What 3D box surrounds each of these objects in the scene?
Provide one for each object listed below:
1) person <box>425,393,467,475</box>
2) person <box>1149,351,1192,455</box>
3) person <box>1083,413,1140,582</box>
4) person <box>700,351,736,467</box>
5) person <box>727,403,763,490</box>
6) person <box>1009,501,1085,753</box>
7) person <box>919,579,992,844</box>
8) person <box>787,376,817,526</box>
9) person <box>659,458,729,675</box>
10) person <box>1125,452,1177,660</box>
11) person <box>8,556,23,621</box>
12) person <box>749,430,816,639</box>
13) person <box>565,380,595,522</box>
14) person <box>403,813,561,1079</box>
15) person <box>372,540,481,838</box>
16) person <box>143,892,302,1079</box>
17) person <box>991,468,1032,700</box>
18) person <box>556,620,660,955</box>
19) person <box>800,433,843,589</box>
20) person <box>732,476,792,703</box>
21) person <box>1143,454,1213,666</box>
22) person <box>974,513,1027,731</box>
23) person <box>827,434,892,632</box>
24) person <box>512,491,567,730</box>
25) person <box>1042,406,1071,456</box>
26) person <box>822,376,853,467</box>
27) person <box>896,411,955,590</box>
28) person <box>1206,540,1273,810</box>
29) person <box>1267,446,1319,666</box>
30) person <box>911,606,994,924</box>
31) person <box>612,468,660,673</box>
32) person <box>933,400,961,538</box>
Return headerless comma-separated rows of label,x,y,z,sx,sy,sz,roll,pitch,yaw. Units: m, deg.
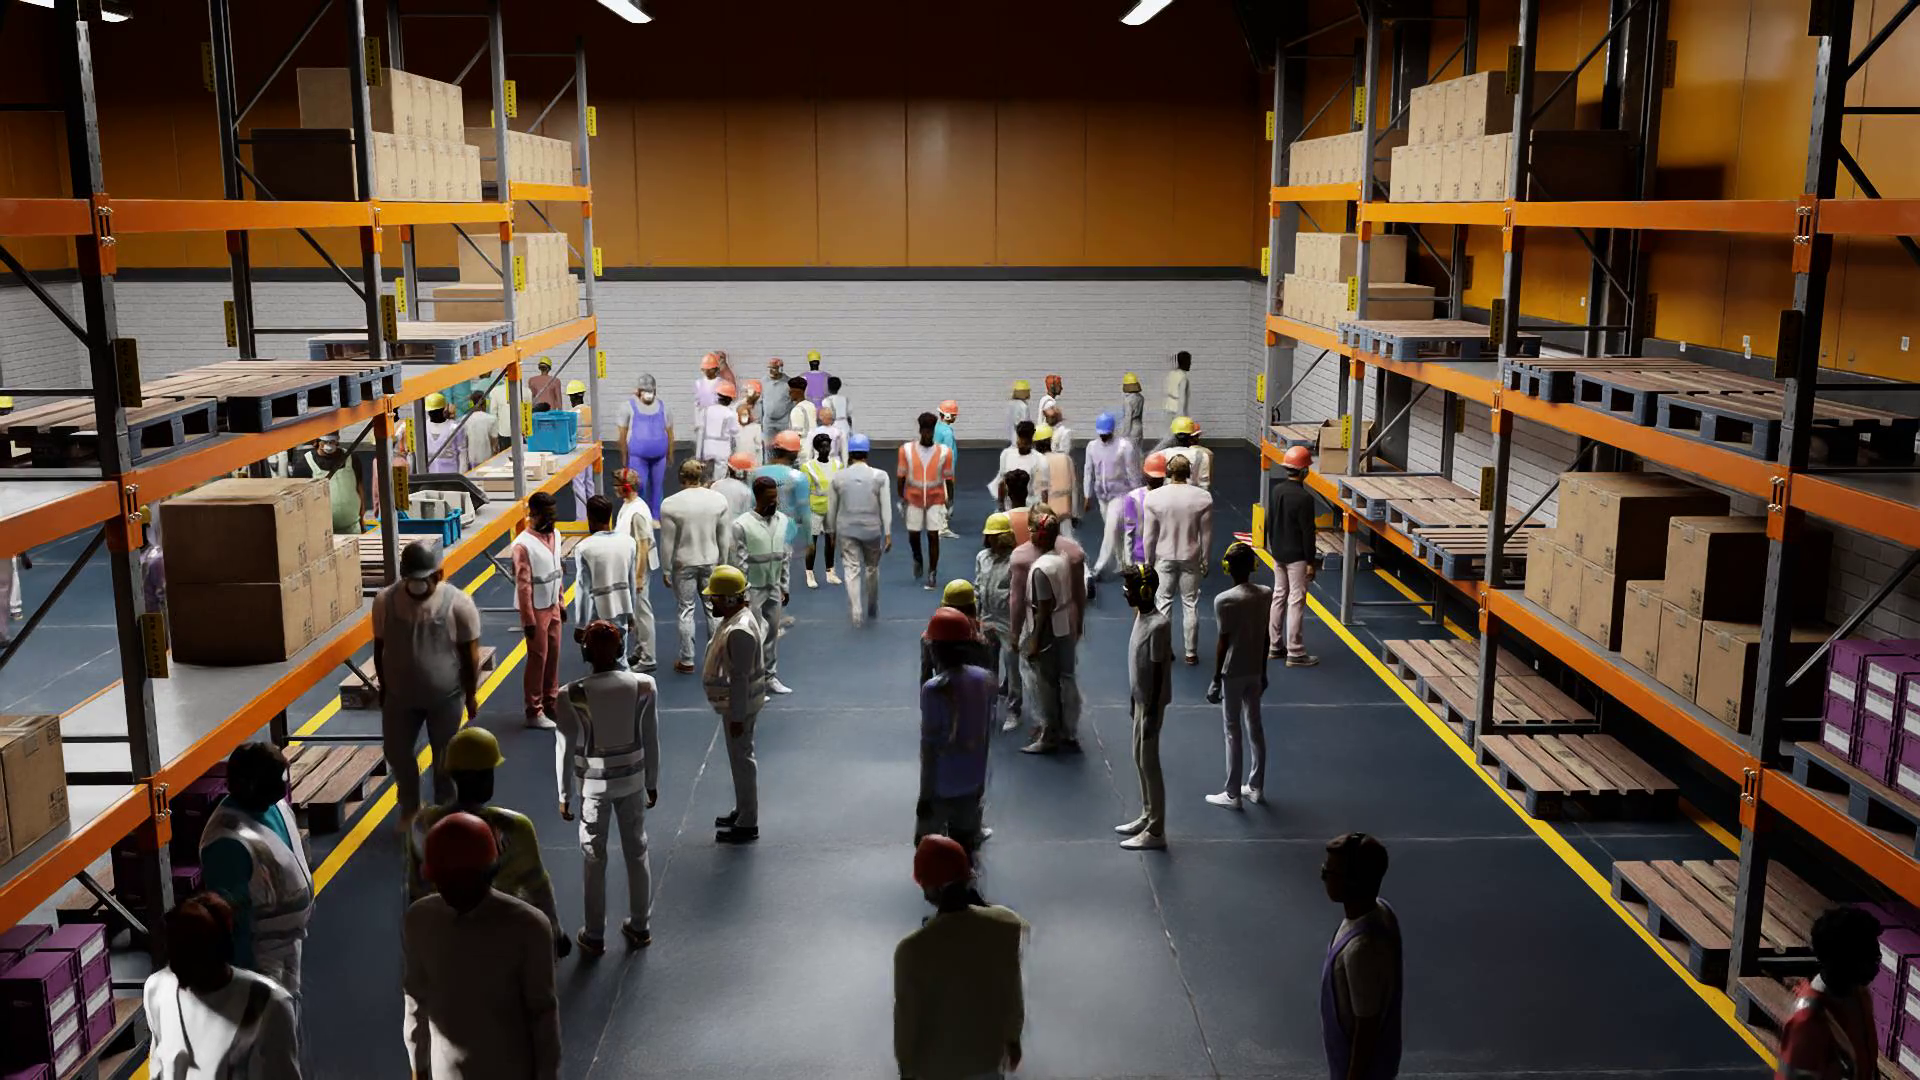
person,-6.230,-0.815,20.025,0.589,1.919,0.391,2,11,10
person,3.419,-2.042,26.222,0.740,1.896,0.603,-3,12,-12
person,1.639,-0.473,18.397,0.618,1.876,0.954,9,15,39
person,-3.727,-2.111,26.673,0.959,1.868,0.633,-4,12,-18
person,-2.828,-0.985,21.630,0.511,1.616,0.534,-4,12,-21
person,0.692,0.668,12.665,0.661,1.893,0.607,-4,12,-21
person,-0.017,1.109,10.819,0.494,1.743,0.306,5,12,23
person,-2.047,-1.154,21.642,0.377,1.959,0.608,4,12,18
person,-2.351,0.231,14.771,0.635,1.932,0.363,-6,13,-26
person,1.776,0.151,15.173,0.549,1.927,0.393,-1,11,-3
person,-9.639,-0.094,16.518,0.579,1.880,0.360,-9,14,-37
person,-1.690,-0.055,15.992,0.618,2.000,0.808,7,13,33
person,-4.906,-1.103,21.498,0.395,1.913,0.591,4,12,20
person,-1.757,1.934,6.082,0.618,1.986,0.408,3,12,14
person,-3.475,0.954,10.846,0.702,2.000,0.539,-1,11,-4
person,-2.474,2.061,5.725,0.592,1.867,0.557,3,12,14
person,0.495,0.372,13.954,0.612,1.962,0.361,-6,13,-27
person,-1.936,1.364,9.205,0.576,1.880,0.351,-6,13,-27
person,-1.494,-0.326,18.130,0.531,1.698,0.320,-7,13,-31
person,-1.667,0.400,13.972,0.390,1.911,0.583,9,15,39
person,1.954,0.184,14.967,0.631,1.939,0.370,0,11,2
person,0.313,0.642,13.160,0.487,1.744,0.313,8,14,33
person,-0.993,-0.107,16.502,0.644,1.900,0.957,0,11,-2
person,-3.327,0.552,13.209,0.405,1.909,0.597,3,12,15
person,1.153,-0.889,21.129,0.526,1.617,0.633,9,15,39
person,-1.744,-1.581,24.500,0.557,1.660,0.696,-10,15,-41
person,-0.376,-0.438,18.032,0.650,1.953,0.513,0,11,1
person,1.909,0.930,11.420,0.520,1.865,0.335,-7,13,-32
person,3.015,0.142,15.029,0.371,1.997,0.622,-5,12,-24
person,-0.030,1.325,9.291,0.480,1.921,0.574,9,14,37
person,-2.867,0.270,14.776,0.390,1.841,0.564,-4,12,-19
person,-0.167,-0.891,20.859,0.355,1.740,0.574,-3,12,-16
